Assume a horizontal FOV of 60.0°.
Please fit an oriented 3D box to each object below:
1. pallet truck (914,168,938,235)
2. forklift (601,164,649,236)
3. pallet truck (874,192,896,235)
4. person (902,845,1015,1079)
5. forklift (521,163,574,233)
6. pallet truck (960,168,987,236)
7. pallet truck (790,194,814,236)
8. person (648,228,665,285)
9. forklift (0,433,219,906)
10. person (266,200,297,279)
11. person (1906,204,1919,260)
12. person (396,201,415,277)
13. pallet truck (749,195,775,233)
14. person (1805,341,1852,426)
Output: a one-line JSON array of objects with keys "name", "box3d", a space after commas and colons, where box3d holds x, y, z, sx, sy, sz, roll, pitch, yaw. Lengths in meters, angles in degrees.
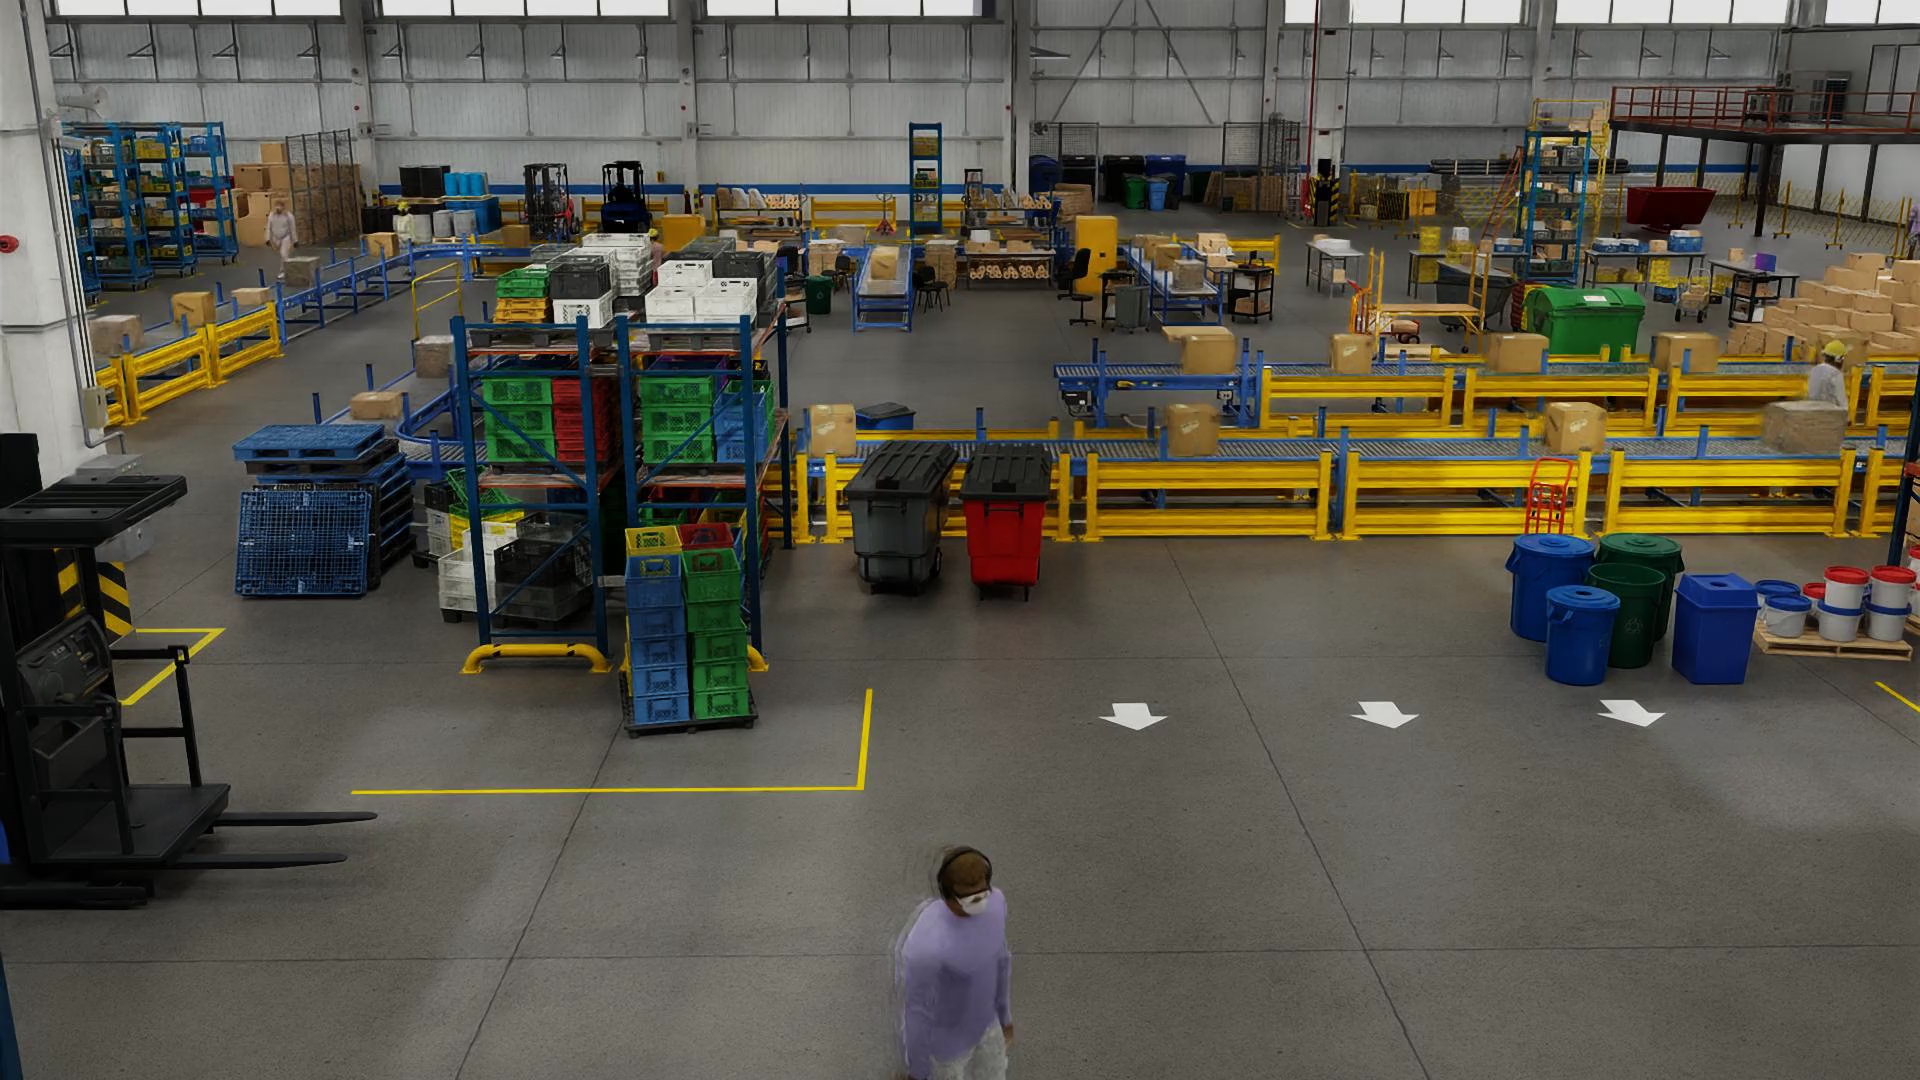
[{"name": "pallet truck", "box3d": [-0.989, -10.316, 50.507, 0.823, 1.965, 1.885, 1, 16, 3]}, {"name": "forklift", "box3d": [-9.948, -10.127, 49.296, 1.157, 1.987, 2.680, -1, 16, -3]}, {"name": "pallet truck", "box3d": [-2.277, -9.986, 50.594, 0.653, 1.274, 1.630, 0, 16, -1]}, {"name": "person", "box3d": [-0.074, 2.157, 7.305, 0.725, 1.913, 0.662, 10, 19, 32]}, {"name": "forklift", "box3d": [-12.233, -10.122, 49.298, 1.157, 1.987, 2.680, 0, 16, -1]}, {"name": "pallet truck", "box3d": [0.383, -10.230, 50.206, 0.823, 1.965, 1.885, -1, 16, -3]}, {"name": "pallet truck", "box3d": [-4.814, -9.883, 50.259, 0.704, 1.261, 1.522, -1, 16, -3]}, {"name": "person", "box3d": [-6.289, -5.521, 34.251, 0.312, 1.768, 0.529, 11, 20, 34]}, {"name": "forklift", "box3d": [-5.952, 0.780, 10.366, 1.873, 2.768, 1.129, 0, 16, -1]}, {"name": "person", "box3d": [-16.360, -7.284, 40.226, 0.644, 1.861, 1.005, 3, 16, 10]}, {"name": "person", "box3d": [23.734, -7.624, 41.095, 0.606, 2.038, 0.393, 6, 17, 21]}, {"name": "person", "box3d": [-13.432, -7.297, 40.329, 0.622, 1.817, 0.430, 12, 20, 35]}, {"name": "pallet truck", "box3d": [-6.051, -9.967, 50.660, 0.680, 1.201, 1.601, 0, 16, -1]}, {"name": "person", "box3d": [10.647, -1.549, 20.417, 0.933, 1.785, 0.587, 0, 16, 1]}]
